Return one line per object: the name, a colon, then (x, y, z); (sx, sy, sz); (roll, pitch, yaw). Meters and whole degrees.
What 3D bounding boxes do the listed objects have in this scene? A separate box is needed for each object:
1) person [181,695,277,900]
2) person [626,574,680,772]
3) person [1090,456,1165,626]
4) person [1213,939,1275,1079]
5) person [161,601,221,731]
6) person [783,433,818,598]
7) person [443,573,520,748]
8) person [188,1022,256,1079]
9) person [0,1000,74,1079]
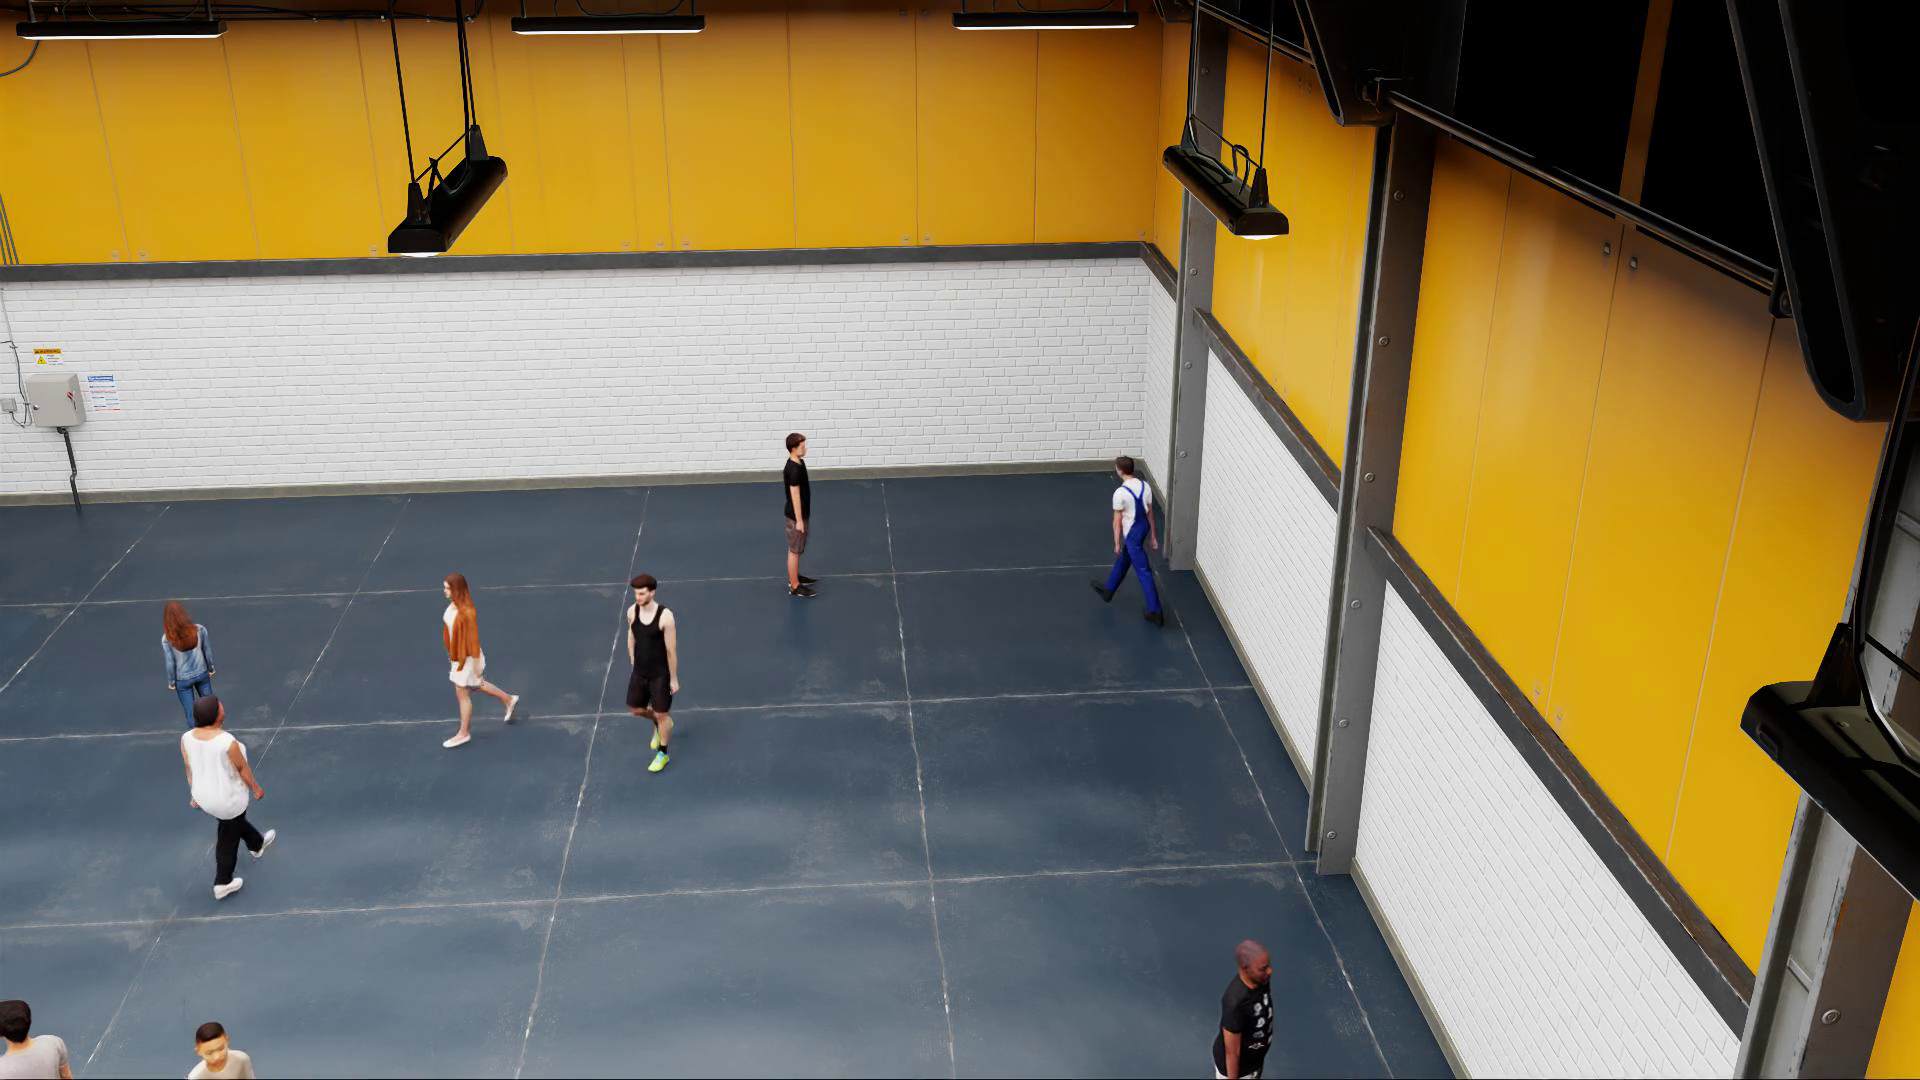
person: (-5.866, 2.045, 13.135); (0.959, 1.653, 1.150); (10, 26, 22)
person: (-2.708, 1.139, 14.925); (0.846, 1.880, 0.912); (8, 25, 18)
person: (1.914, 0.044, 17.564); (1.124, 1.772, 1.322); (-16, 28, -32)
person: (1.732, 3.218, 10.264); (0.825, 1.804, 0.724); (13, 27, 27)
person: (-7.035, 1.232, 15.215); (0.636, 1.476, 0.673); (-21, 31, -40)
person: (-1.792, -0.307, 18.256); (0.746, 1.860, 0.497); (-1, 24, -2)
person: (-4.483, 1.052, 15.349); (0.959, 1.699, 1.050); (-15, 28, -30)
person: (-4.466, 3.487, 10.108); (0.878, 1.436, 1.001); (-19, 30, -36)
person: (-5.449, 3.437, 9.863); (0.746, 1.724, 0.668); (16, 28, 32)
